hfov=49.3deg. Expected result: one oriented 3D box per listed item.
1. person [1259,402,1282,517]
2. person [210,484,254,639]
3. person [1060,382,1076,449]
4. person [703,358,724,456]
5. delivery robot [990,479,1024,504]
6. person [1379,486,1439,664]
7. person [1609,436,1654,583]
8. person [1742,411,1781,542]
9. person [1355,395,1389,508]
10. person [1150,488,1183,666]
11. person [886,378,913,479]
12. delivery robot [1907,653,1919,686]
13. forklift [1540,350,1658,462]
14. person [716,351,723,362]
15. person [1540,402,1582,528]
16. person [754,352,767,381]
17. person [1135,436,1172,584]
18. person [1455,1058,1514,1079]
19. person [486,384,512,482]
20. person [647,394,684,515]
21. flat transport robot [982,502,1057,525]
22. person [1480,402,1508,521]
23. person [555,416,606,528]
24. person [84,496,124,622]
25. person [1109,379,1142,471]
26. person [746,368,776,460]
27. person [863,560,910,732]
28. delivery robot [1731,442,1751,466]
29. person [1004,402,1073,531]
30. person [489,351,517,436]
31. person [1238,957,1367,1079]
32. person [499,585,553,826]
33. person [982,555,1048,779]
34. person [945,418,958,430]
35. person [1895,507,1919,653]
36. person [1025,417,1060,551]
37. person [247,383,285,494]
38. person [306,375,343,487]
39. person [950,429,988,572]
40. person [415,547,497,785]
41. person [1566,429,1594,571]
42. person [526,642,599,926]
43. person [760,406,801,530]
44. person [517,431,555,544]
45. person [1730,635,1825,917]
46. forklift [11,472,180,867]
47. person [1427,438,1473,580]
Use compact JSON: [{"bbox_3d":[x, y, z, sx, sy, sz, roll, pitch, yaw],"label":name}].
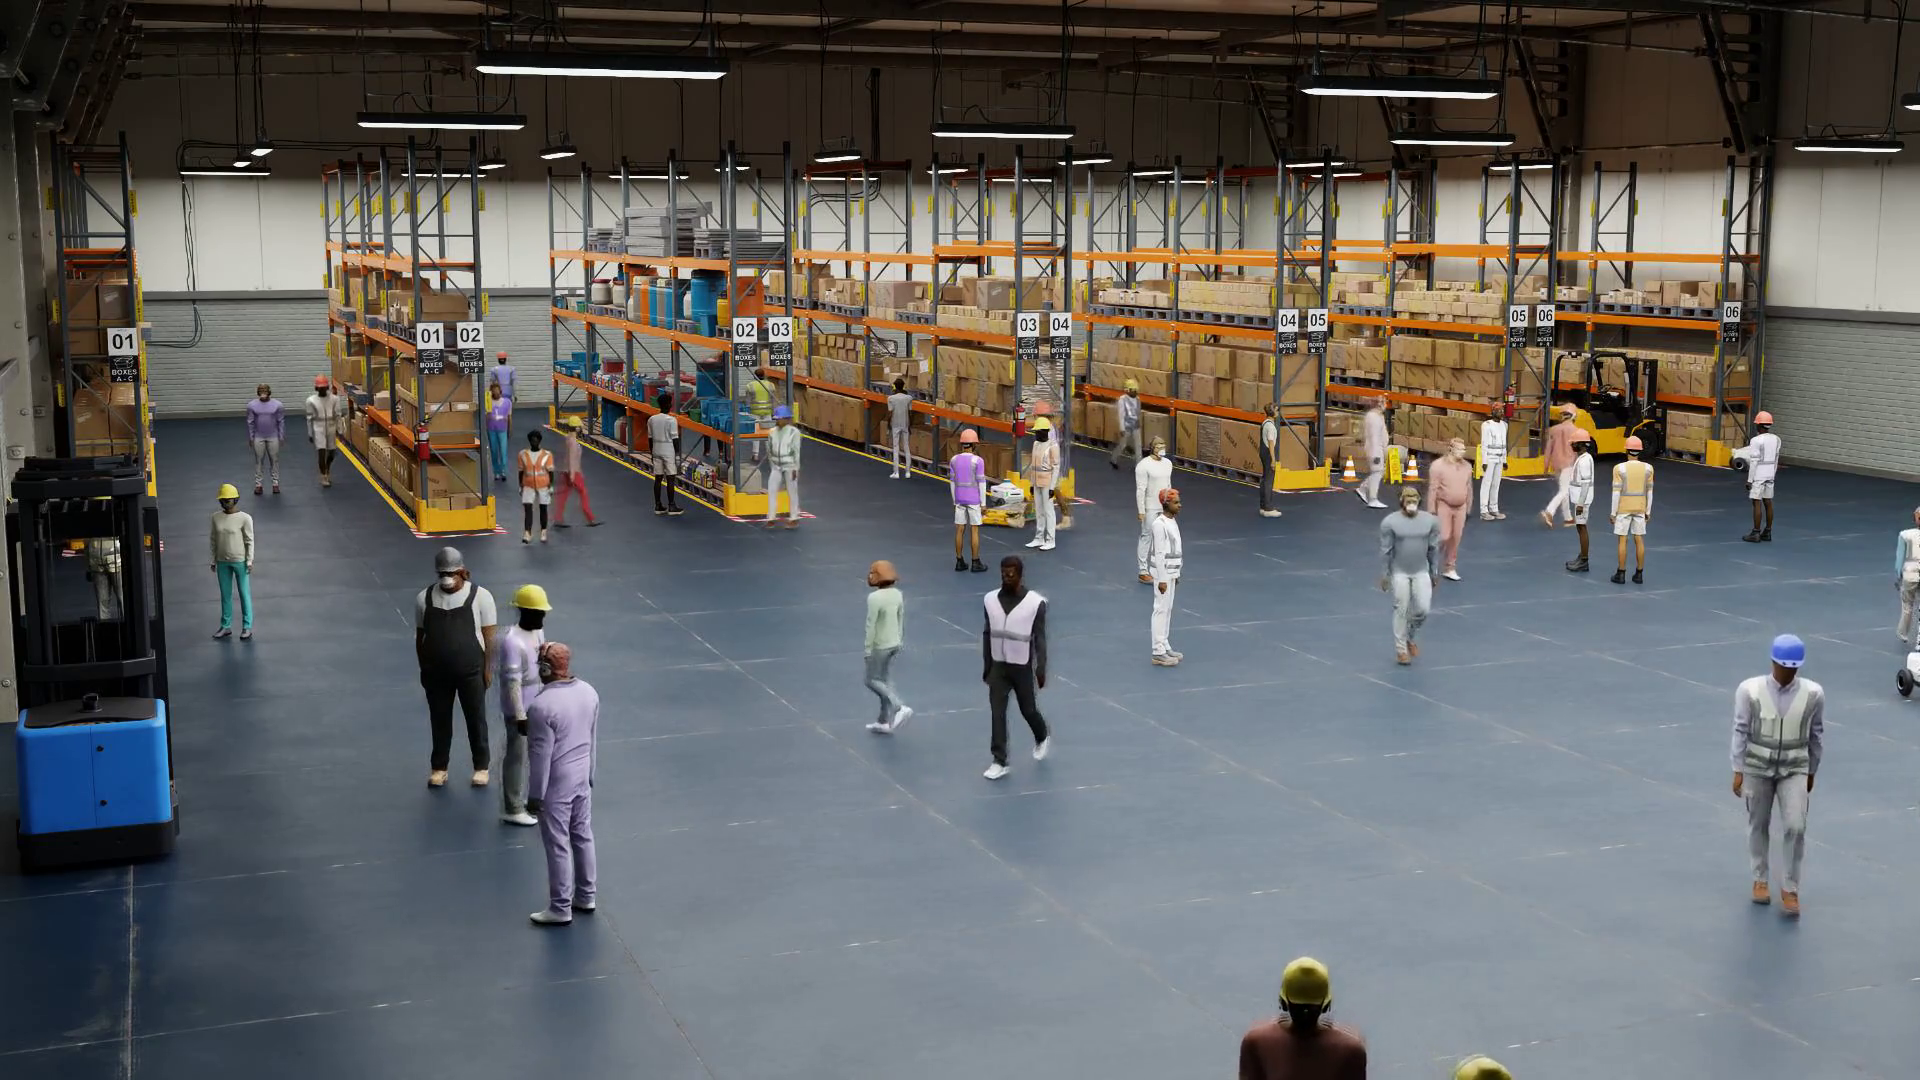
[{"bbox_3d":[5.020,-1.306,33.859,0.341,1.846,0.511,-1,9,-4],"label":"person"},{"bbox_3d":[-8.285,0.240,23.818,0.523,1.769,0.316,2,9,11],"label":"person"},{"bbox_3d":[2.109,-2.738,44.090,0.575,1.640,0.880,-6,11,-36],"label":"person"},{"bbox_3d":[-5.074,-2.720,42.826,0.611,1.985,0.393,-2,9,-13],"label":"person"},{"bbox_3d":[0.771,-0.762,34.346,0.477,0.478,0.707,-3,9,-22],"label":"delivery robot"},{"bbox_3d":[4.801,0.376,22.393,0.649,1.919,0.448,0,9,-2],"label":"person"},{"bbox_3d":[8.810,-0.402,27.530,0.552,1.935,0.360,-1,9,-5],"label":"person"},{"bbox_3d":[11.912,-0.943,31.138,0.545,1.939,0.354,-4,10,-27],"label":"person"},{"bbox_3d":[6.911,-1.474,34.828,0.467,1.887,0.673,1,9,5],"label":"person"},{"bbox_3d":[2.223,0.383,22.476,0.355,1.883,0.573,3,9,18],"label":"person"},{"bbox_3d":[-1.120,-2.075,38.932,0.518,1.865,0.327,-3,9,-17],"label":"person"},{"bbox_3d":[9.671,1.283,20.715,0.477,0.478,0.707,0,8,1],"label":"delivery robot"},{"bbox_3d":[12.897,-2.725,42.309,2.313,2.155,1.214,-3,9,-21],"label":"forklift"},{"bbox_3d":[-5.854,-3.871,51.802,0.843,1.584,0.522,-2,9,-14],"label":"person"},{"bbox_3d":[9.330,-1.149,32.493,0.929,1.954,0.647,-7,11,-38],"label":"person"},{"bbox_3d":[-4.832,-3.794,51.219,0.513,1.618,0.519,-4,9,-23],"label":"person"},{"bbox_3d":[2.564,-0.406,27.555,0.635,1.937,0.352,-8,11,-42],"label":"person"},{"bbox_3d":[1.823,2.677,7.404,0.615,1.814,0.545,-3,9,-17],"label":"person"},{"bbox_3d":[-8.495,-1.966,38.416,0.582,1.788,0.984,-2,9,-13],"label":"person"},{"bbox_3d":[-4.799,-1.401,34.091,0.603,1.966,0.367,5,10,31],"label":"person"},{"bbox_3d":[0.924,-0.430,33.384,0.652,0.197,1.431,5,10,30],"label":"flat transport robot"},{"bbox_3d":[8.539,-1.264,33.461,0.572,1.883,0.355,-6,11,-36],"label":"person"},{"bbox_3d":[-5.930,-1.059,32.555,0.860,1.733,0.523,-3,9,-20],"label":"person"},{"bbox_3d":[-9.437,0.293,23.246,0.601,1.830,0.404,1,9,5],"label":"person"},{"bbox_3d":[3.193,-2.172,39.803,0.595,1.804,0.876,-7,11,-37],"label":"person"},{"bbox_3d":[-4.004,-2.524,42.016,0.622,1.839,0.429,-3,9,-17],"label":"person"},{"bbox_3d":[-0.667,0.992,19.296,0.440,1.613,0.516,5,10,31],"label":"person"},{"bbox_3d":[15.176,-1.633,40.154,0.707,0.478,0.477,2,9,14],"label":"delivery robot"},{"bbox_3d":[1.250,-1.126,32.217,1.071,1.982,0.625,1,9,9],"label":"person"},{"bbox_3d":[-10.243,-3.278,46.879,0.567,1.882,0.978,-4,9,-22],"label":"person"},{"bbox_3d":[1.374,2.547,8.516,0.528,1.752,0.520,3,9,17],"label":"person"},{"bbox_3d":[-3.360,1.294,16.337,0.547,1.907,0.610,3,9,19],"label":"person"},{"bbox_3d":[0.484,1.051,17.981,0.603,1.894,0.842,4,10,28],"label":"person"},{"bbox_3d":[-0.243,-3.211,46.954,0.492,1.732,0.420,-3,9,-19],"label":"person"},{"bbox_3d":[10.628,0.420,23.180,0.543,1.585,0.872,3,9,18],"label":"person"},{"bbox_3d":[1.206,-0.824,30.374,0.363,1.928,0.587,-6,10,-34],"label":"person"},{"bbox_3d":[-12.178,-1.789,36.771,0.629,1.940,0.379,-2,9,-12],"label":"person"},{"bbox_3d":[-11.495,-1.989,37.847,0.617,2.020,0.690,-4,10,-27],"label":"person"},{"bbox_3d":[0.127,-0.542,28.448,0.545,1.942,0.349,5,10,31],"label":"person"},{"bbox_3d":[-4.236,1.068,17.527,0.682,2.000,0.535,0,9,2],"label":"person"},{"bbox_3d":[8.430,-0.550,28.521,0.373,1.935,0.552,3,9,17],"label":"person"},{"bbox_3d":[-2.708,1.626,14.121,0.403,1.904,0.652,4,10,26],"label":"person"},{"bbox_3d":[-2.761,-1.093,32.224,0.610,1.917,0.849,4,9,24],"label":"person"},{"bbox_3d":[-6.260,-0.768,30.873,0.551,1.664,0.765,-1,9,-4],"label":"person"},{"bbox_3d":[5.575,1.593,14.297,0.600,1.911,0.765,3,9,16],"label":"person"},{"bbox_3d":[-6.630,0.886,15.957,1.129,2.768,1.873,-3,9,-21],"label":"forklift"},{"bbox_3d":[6.512,-0.412,27.723,0.657,1.891,0.445,-3,9,-20],"label":"person"}]
